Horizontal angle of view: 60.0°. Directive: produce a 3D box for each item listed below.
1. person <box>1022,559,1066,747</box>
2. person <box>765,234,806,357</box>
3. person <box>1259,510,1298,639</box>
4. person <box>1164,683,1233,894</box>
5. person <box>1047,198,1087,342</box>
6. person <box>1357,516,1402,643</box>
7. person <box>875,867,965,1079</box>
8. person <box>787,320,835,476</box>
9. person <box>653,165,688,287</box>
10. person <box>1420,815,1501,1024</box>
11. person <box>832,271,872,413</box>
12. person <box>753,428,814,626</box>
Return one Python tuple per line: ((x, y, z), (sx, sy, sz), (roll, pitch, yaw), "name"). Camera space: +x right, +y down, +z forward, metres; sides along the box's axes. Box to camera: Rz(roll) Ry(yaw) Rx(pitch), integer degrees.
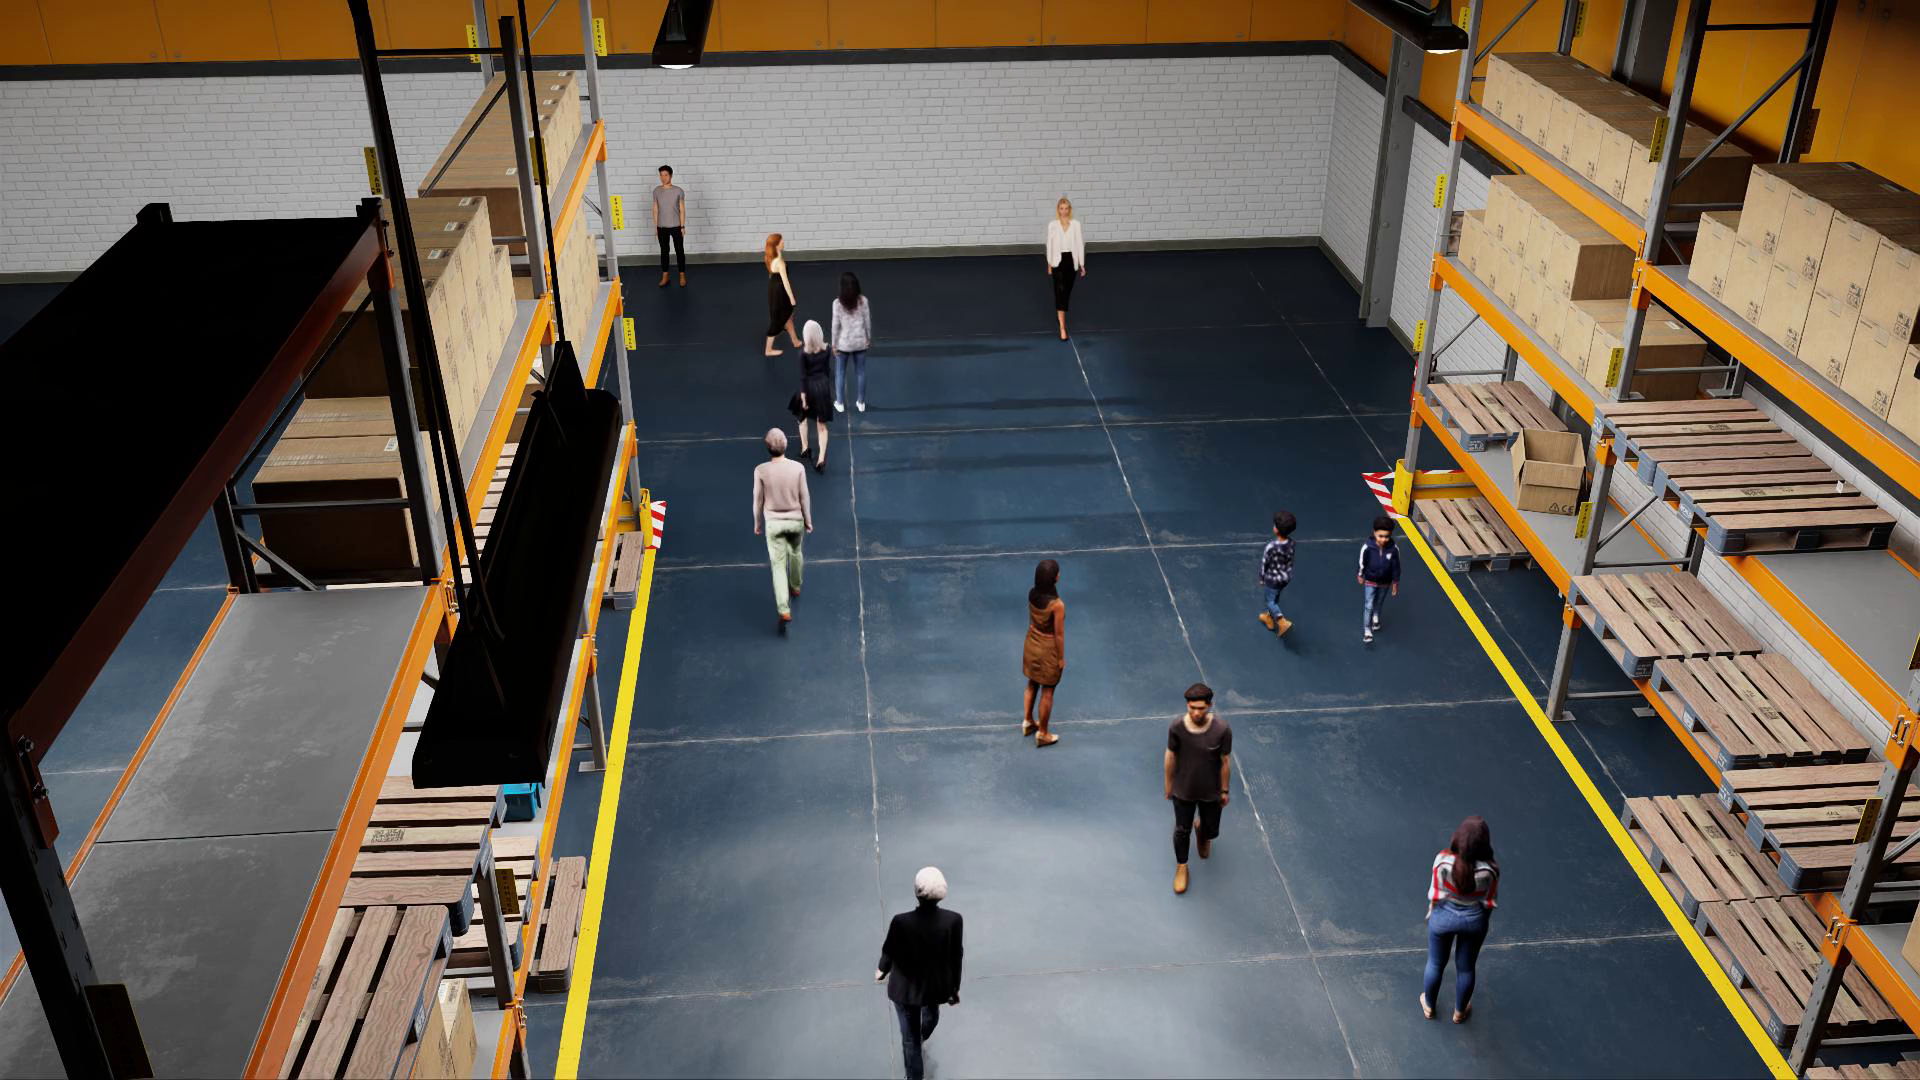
((0.688, 0.920, 13.661), (0.707, 1.684, 0.608), (-19, 34, -31), "person")
((-2.393, -3.082, 21.081), (0.807, 1.603, 0.888), (-10, 30, -18), "person")
((2.931, 0.328, 15.211), (0.658, 1.239, 0.810), (-14, 31, -23), "person")
((1.739, 1.742, 12.133), (0.757, 1.703, 0.891), (5, 29, 8), "person")
((1.364, -3.573, 21.763), (0.644, 1.811, 1.132), (-3, 29, -5), "person")
((3.850, 0.316, 15.279), (0.652, 1.194, 0.862), (4, 29, 8), "person")
((-0.271, 2.819, 10.209), (0.829, 1.736, 1.125), (-6, 29, -11), "person")
((-1.535, -1.531, 18.110), (0.823, 1.724, 0.936), (-17, 33, -29), "person")
((-4.089, -4.450, 23.463), (0.628, 1.724, 0.558), (1, 29, 2), "person")
((3.263, 2.478, 10.878), (0.654, 1.613, 0.631), (8, 30, 15), "person")
((-1.261, -2.316, 19.546), (0.656, 1.729, 0.603), (-6, 29, -10), "person")
((-1.622, -0.086, 15.337), (0.807, 1.845, 1.271), (-7, 29, -12), "person")
